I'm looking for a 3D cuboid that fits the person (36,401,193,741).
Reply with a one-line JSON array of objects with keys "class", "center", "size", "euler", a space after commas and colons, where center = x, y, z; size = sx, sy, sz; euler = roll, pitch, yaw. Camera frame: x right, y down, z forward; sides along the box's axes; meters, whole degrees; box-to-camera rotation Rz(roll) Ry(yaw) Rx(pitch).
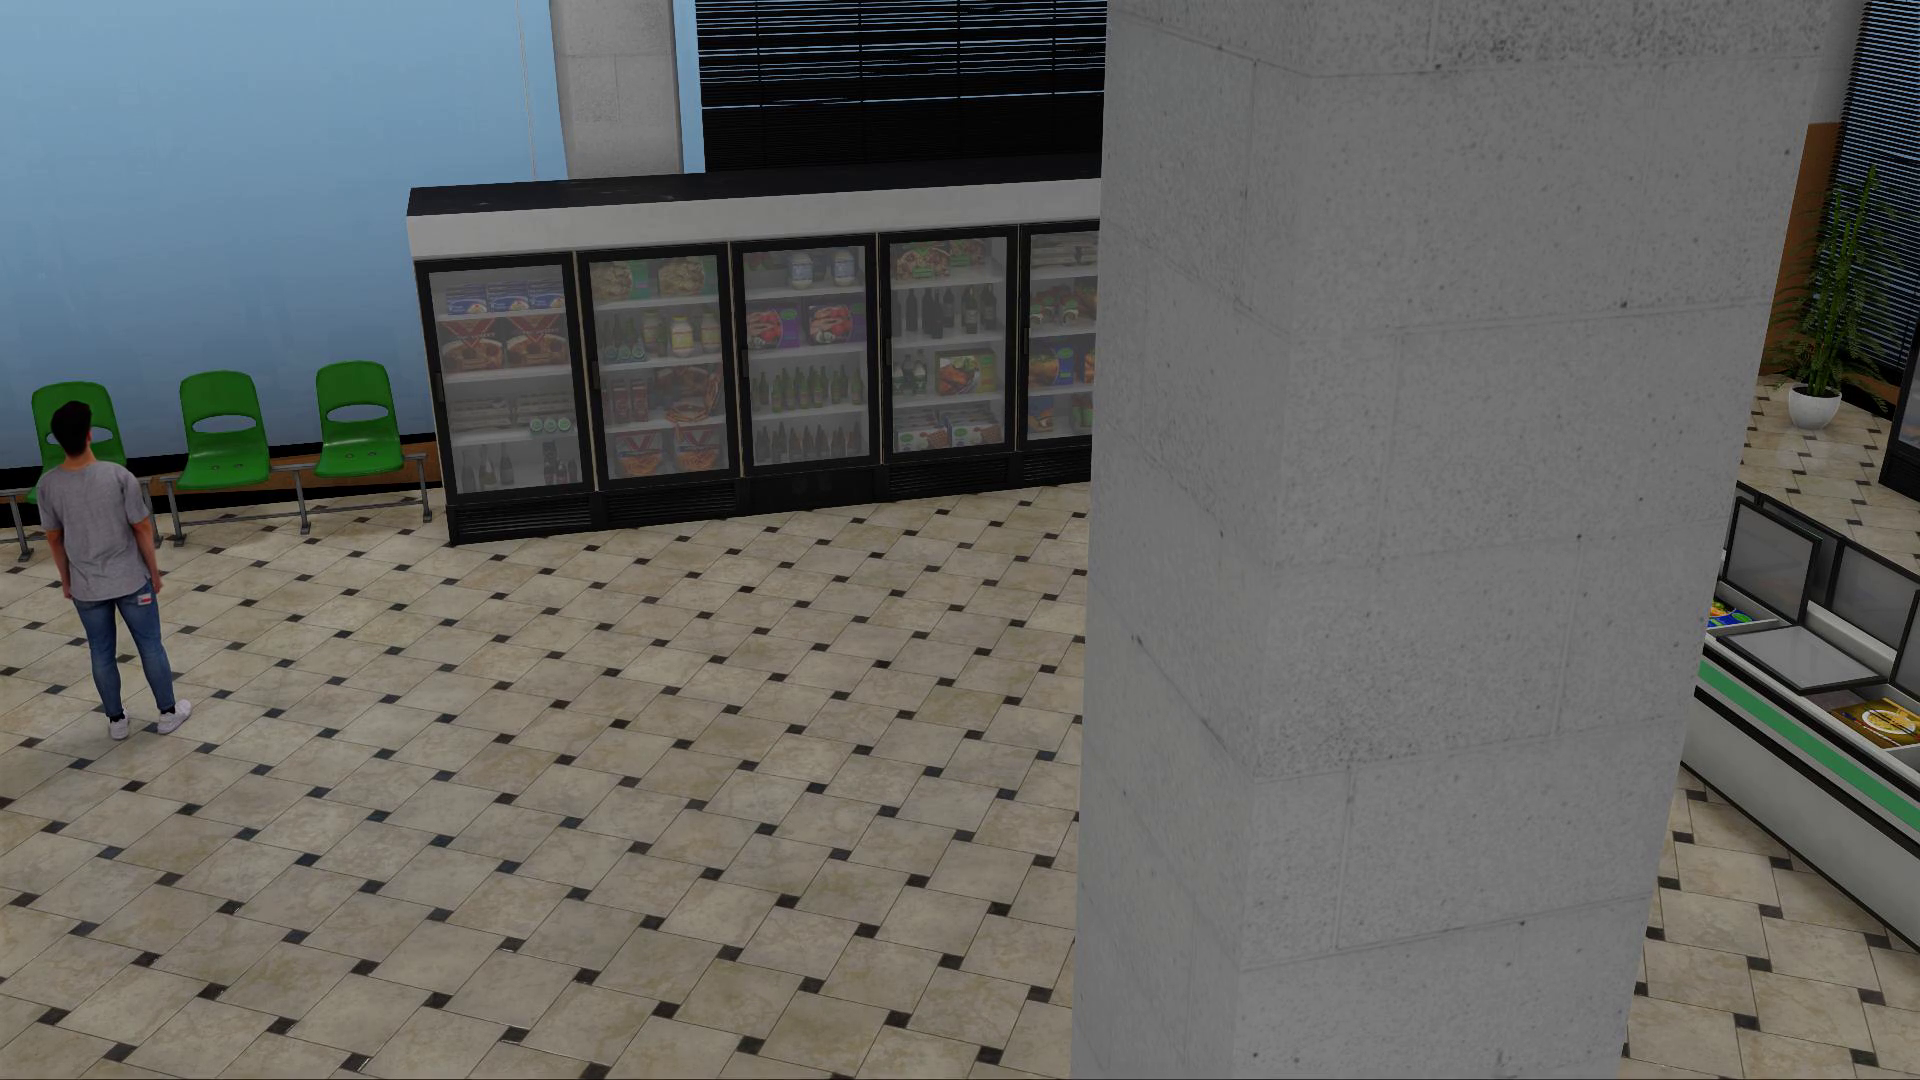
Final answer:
[{"class": "person", "center": [-4.534, 0.175, 8.845], "size": [0.667, 1.890, 0.560], "euler": [-6, 24, -13]}]
